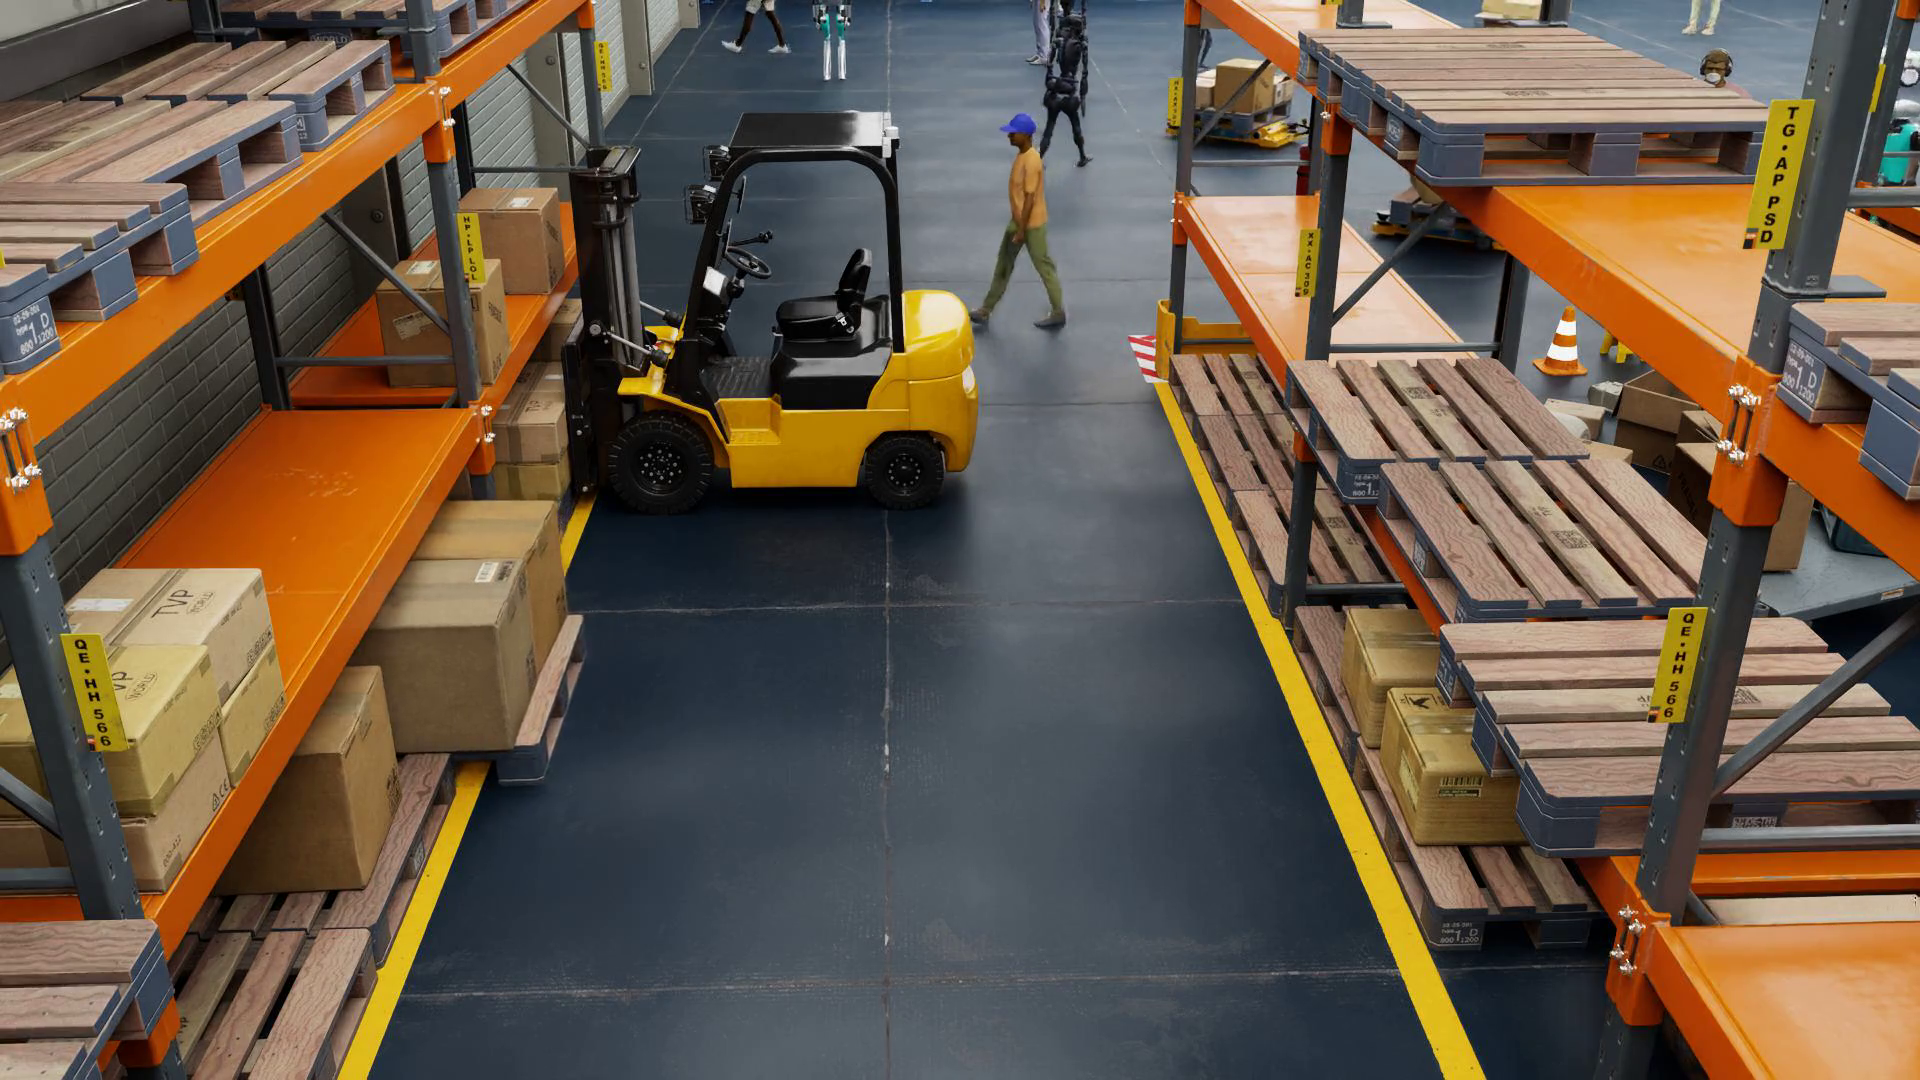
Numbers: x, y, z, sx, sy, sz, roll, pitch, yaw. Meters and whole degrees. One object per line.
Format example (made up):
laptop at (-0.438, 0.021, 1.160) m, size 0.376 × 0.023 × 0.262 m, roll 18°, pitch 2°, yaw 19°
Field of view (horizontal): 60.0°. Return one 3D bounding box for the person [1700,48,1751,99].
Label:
person at (6.265, -3.175, 14.091) m, size 0.620 × 1.932 × 0.370 m, roll 12°, pitch 28°, yaw 23°

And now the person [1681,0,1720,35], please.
person at (11.948, -8.970, 26.428) m, size 0.783 × 1.867 × 0.545 m, roll -22°, pitch 33°, yaw -39°

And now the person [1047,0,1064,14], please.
person at (1.632, -9.986, 28.710) m, size 0.569 × 1.750 × 0.328 m, roll 0°, pitch 25°, yaw 0°

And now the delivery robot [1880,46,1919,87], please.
delivery robot at (12.791, -6.511, 22.779) m, size 0.816 × 0.613 × 0.499 m, roll 11°, pitch 28°, yaw 22°

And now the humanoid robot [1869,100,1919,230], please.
humanoid robot at (6.927, -2.512, 12.973) m, size 1.016 × 1.783 × 0.534 m, roll -4°, pitch 26°, yaw -8°

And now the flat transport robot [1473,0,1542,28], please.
flat transport robot at (8.734, -7.898, 26.028) m, size 0.659 × 0.231 × 1.431 m, roll 14°, pitch 29°, yaw 28°

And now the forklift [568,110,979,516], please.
forklift at (-1.043, -1.379, 9.976) m, size 2.313 × 2.155 × 1.214 m, roll -1°, pitch 25°, yaw -2°

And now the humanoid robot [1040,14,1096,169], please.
humanoid robot at (1.118, -4.799, 17.873) m, size 0.760 × 1.628 × 0.614 m, roll -23°, pitch 34°, yaw -40°

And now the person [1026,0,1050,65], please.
person at (1.169, -7.812, 24.018) m, size 0.393 × 1.837 × 0.557 m, roll -6°, pitch 26°, yaw -13°

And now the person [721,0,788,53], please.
person at (-3.079, -8.212, 24.842) m, size 1.018 × 1.842 × 0.556 m, roll 3°, pitch 25°, yaw 6°

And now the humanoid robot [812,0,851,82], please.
humanoid robot at (-1.738, -7.174, 22.702) m, size 0.530 × 1.729 × 0.717 m, roll -1°, pitch 25°, yaw -2°

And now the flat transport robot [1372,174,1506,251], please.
flat transport robot at (4.647, -2.925, 15.498) m, size 1.431 × 0.231 × 0.659 m, roll 15°, pitch 29°, yaw 28°

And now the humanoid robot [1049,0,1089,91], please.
humanoid robot at (1.507, -6.824, 22.117) m, size 0.603 × 1.636 × 0.514 m, roll 17°, pitch 30°, yaw 31°

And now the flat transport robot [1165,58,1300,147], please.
flat transport robot at (3.197, -4.829, 19.530) m, size 1.431 × 0.231 × 0.659 m, roll 16°, pitch 30°, yaw 31°

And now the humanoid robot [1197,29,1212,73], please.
humanoid robot at (3.417, -7.425, 23.379) m, size 0.333 × 1.648 × 0.586 m, roll 1°, pitch 25°, yaw 2°

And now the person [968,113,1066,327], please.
person at (0.441, -2.438, 12.817) m, size 0.886 × 1.664 × 0.473 m, roll -6°, pitch 26°, yaw -11°
